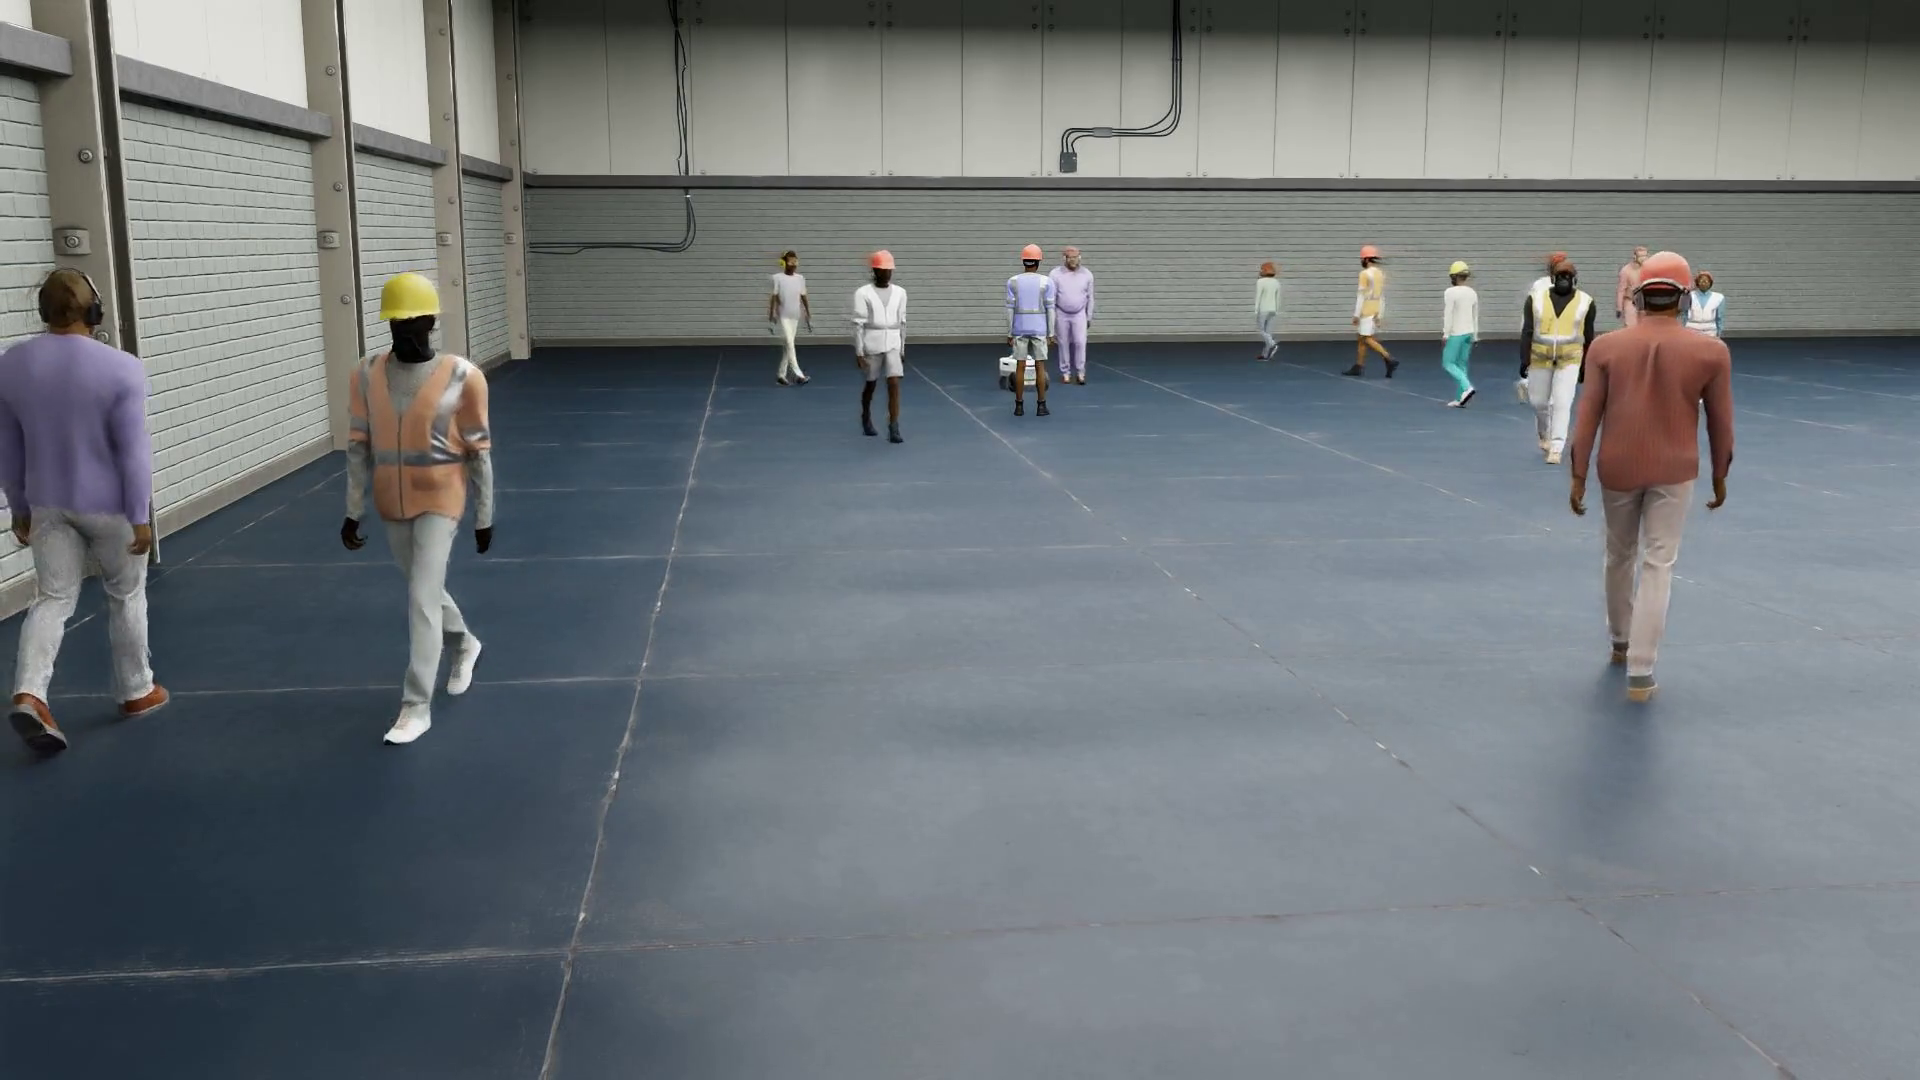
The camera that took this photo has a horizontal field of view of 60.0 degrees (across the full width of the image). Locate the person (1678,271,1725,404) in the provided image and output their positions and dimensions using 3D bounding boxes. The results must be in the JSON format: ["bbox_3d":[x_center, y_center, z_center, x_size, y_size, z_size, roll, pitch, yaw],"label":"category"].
[{"bbox_3d":[9.076,-2.495,20.422,0.520,1.616,0.645,4,11,22],"label":"person"}]

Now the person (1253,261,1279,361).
[{"bbox_3d":[5.020,-3.722,27.114,0.522,1.620,0.458,-8,13,-36],"label":"person"}]

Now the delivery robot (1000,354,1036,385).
[{"bbox_3d":[0.807,-2.285,21.917,0.477,0.478,0.707,-5,11,-24],"label":"delivery robot"}]

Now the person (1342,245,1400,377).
[{"bbox_3d":[5.952,-3.286,23.963,0.847,1.915,0.548,8,13,36],"label":"person"}]

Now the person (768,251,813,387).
[{"bbox_3d":[-2.239,-2.968,22.431,0.555,1.822,0.946,-8,13,-38],"label":"person"}]

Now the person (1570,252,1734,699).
[{"bbox_3d":[3.153,-0.319,7.565,0.641,1.944,1.005,6,12,30],"label":"person"}]

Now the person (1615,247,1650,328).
[{"bbox_3d":[10.784,-3.725,26.516,0.662,1.865,0.693,-2,10,-9],"label":"person"}]

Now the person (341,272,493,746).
[{"bbox_3d":[-2.220,-0.176,6.972,0.583,1.892,0.965,2,11,13],"label":"person"}]

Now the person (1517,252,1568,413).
[{"bbox_3d":[6.810,-2.419,19.352,0.585,1.862,0.764,-6,12,-29],"label":"person"}]

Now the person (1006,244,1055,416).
[{"bbox_3d":[0.800,-2.370,18.846,0.552,1.936,0.359,2,10,9],"label":"person"}]

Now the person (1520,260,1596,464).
[{"bbox_3d":[5.414,-1.624,15.099,0.626,1.822,0.792,5,11,24],"label":"person"}]

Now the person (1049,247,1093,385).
[{"bbox_3d":[1.523,-3.060,22.798,0.646,1.874,0.844,0,10,-1],"label":"person"}]

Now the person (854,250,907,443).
[{"bbox_3d":[-0.799,-1.946,16.635,0.553,1.898,0.983,-4,11,-19],"label":"person"}]

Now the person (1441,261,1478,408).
[{"bbox_3d":[5.932,-2.419,19.655,0.566,1.736,0.582,-6,12,-30],"label":"person"}]

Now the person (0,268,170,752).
[{"bbox_3d":[-3.555,-0.128,6.661,0.642,1.910,0.918,0,10,-1],"label":"person"}]
